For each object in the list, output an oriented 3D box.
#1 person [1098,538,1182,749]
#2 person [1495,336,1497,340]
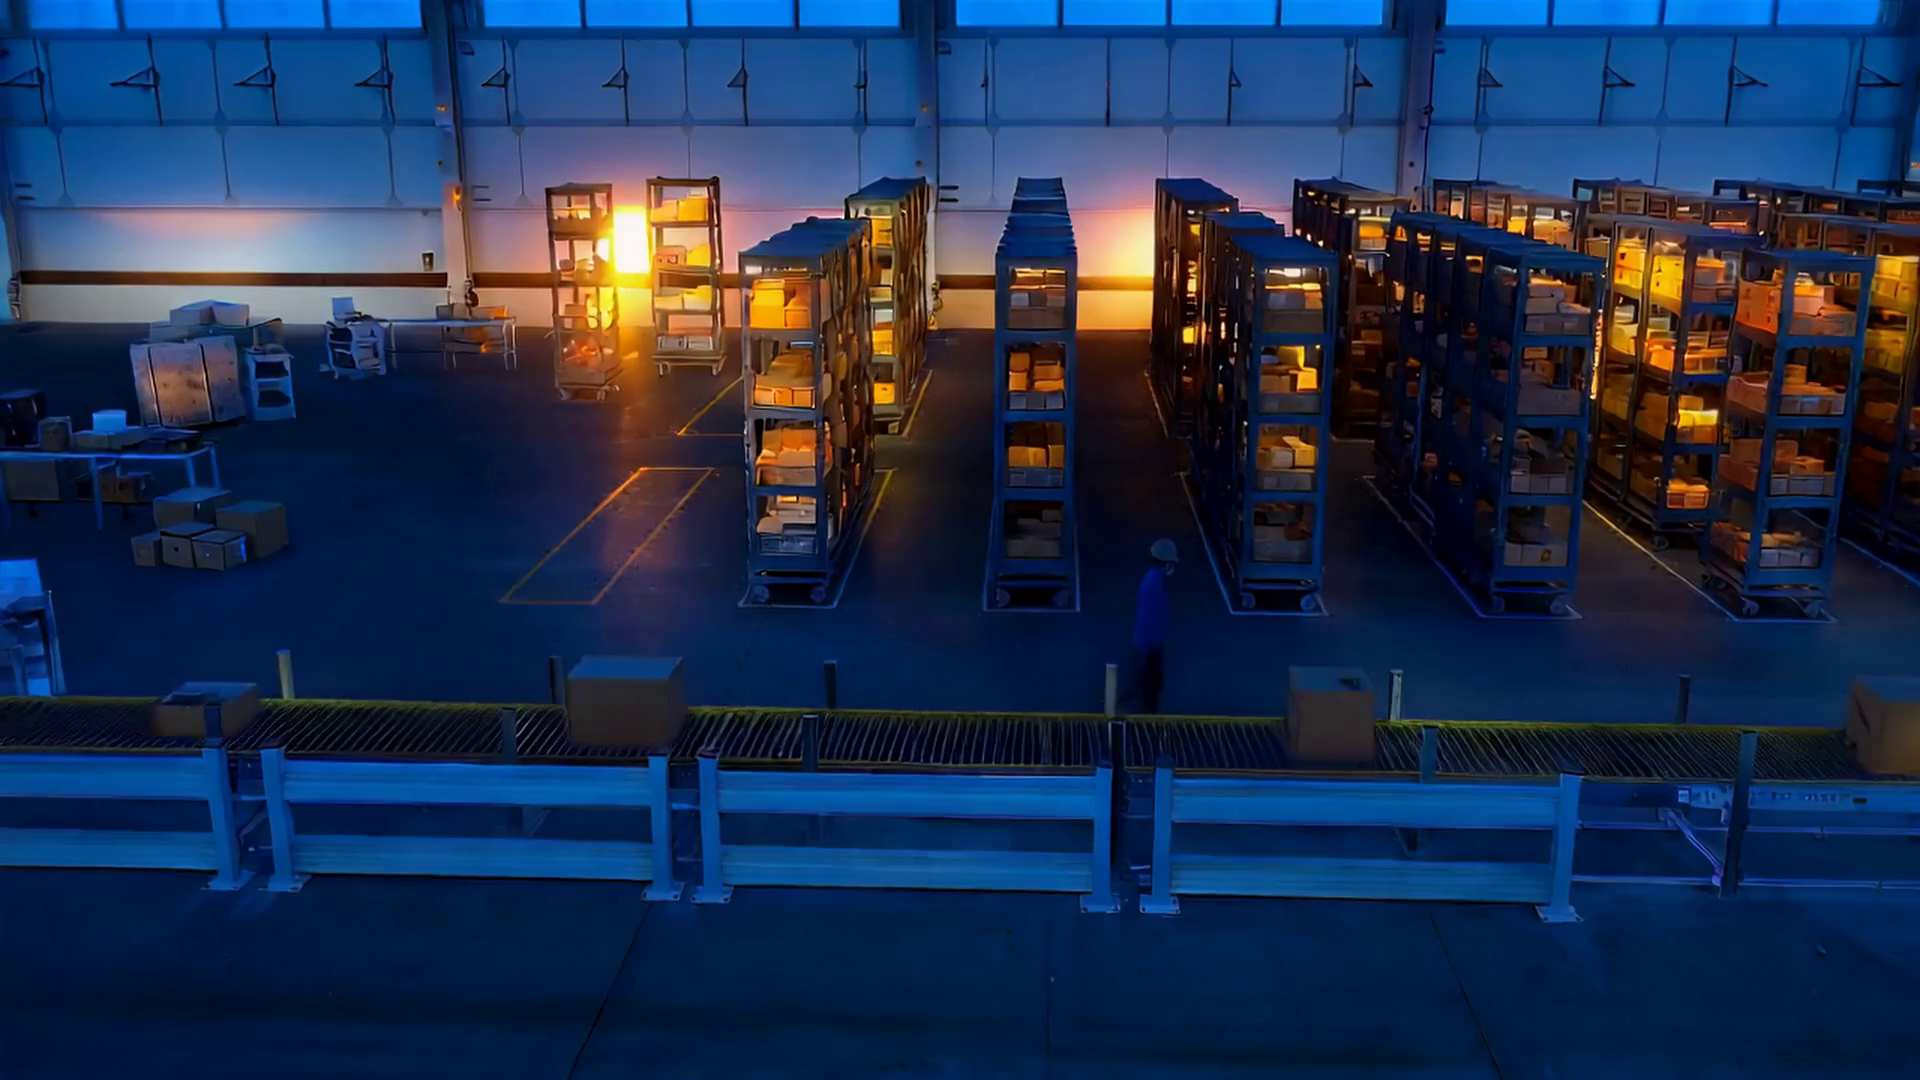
[{"bbox_3d":[1.440,0.812,13.212,0.601,1.737,0.548,3,15,11],"label":"person"},{"bbox_3d":[7.512,-2.171,23.858,0.456,1.970,0.600,-6,16,-21],"label":"person"}]
